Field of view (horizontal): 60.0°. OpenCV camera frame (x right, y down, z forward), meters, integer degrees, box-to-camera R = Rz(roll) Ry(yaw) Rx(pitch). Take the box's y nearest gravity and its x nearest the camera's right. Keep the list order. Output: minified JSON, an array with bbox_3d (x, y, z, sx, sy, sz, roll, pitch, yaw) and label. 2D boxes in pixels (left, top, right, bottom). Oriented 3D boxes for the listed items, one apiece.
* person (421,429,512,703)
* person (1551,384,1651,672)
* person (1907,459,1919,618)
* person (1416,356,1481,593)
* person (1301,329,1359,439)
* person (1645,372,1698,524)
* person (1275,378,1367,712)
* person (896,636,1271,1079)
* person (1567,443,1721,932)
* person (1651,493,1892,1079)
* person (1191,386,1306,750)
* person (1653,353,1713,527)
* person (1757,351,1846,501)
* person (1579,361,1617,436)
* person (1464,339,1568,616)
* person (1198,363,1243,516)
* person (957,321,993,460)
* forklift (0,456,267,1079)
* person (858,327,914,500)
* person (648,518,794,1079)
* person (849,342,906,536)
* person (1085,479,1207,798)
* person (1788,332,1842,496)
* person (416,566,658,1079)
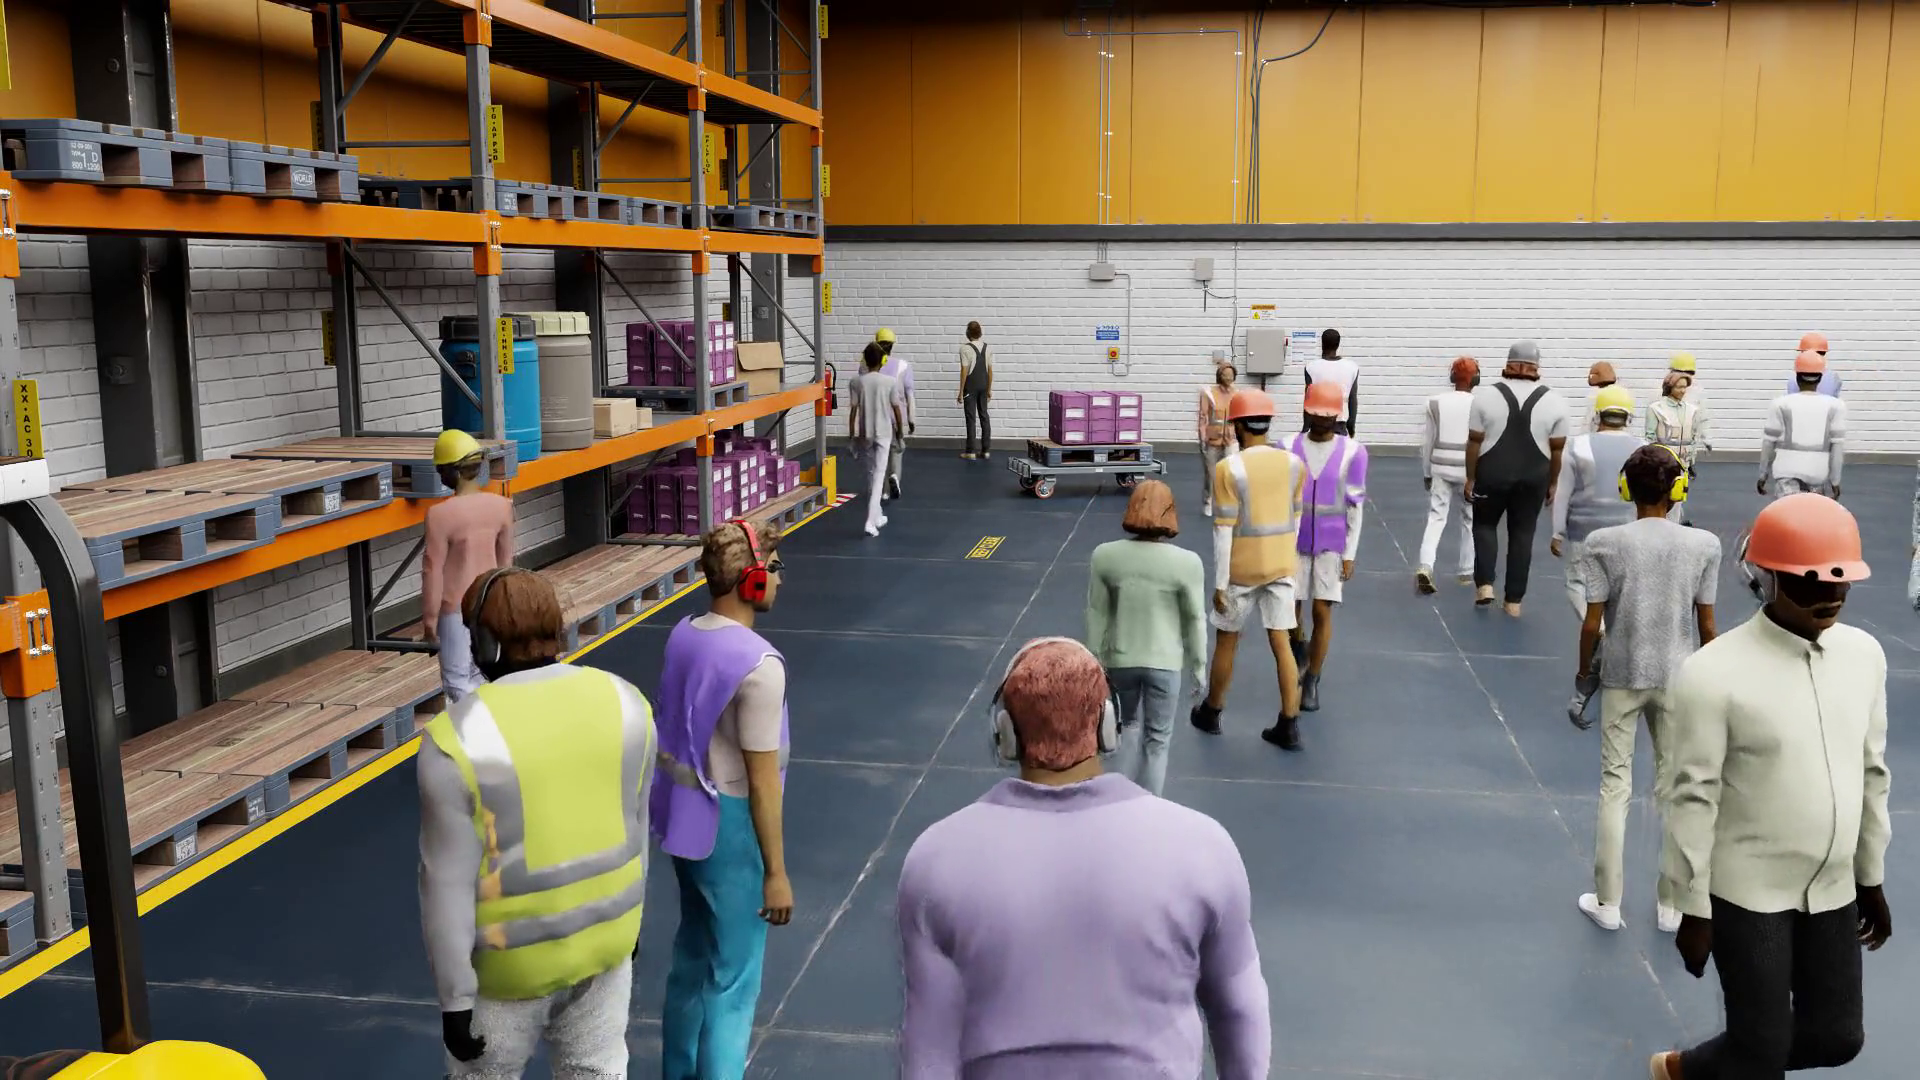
[{"bbox_3d":[-2.388,0.330,8.121,0.643,1.754,0.533,5,11,30],"label":"person"},{"bbox_3d":[3.987,-0.052,10.269,0.606,1.812,0.639,0,9,2],"label":"person"},{"bbox_3d":[6.016,0.023,10.067,0.418,1.725,0.492,-7,11,-36],"label":"person"},{"bbox_3d":[3.862,-0.512,13.001,0.571,1.856,0.910,5,11,30],"label":"person"},{"bbox_3d":[3.773,-1.189,16.962,0.597,1.916,0.367,-2,9,-14],"label":"person"},{"bbox_3d":[6.150,-0.638,14.424,0.513,1.639,0.307,-3,10,-15],"label":"person"},{"bbox_3d":[2.056,0.012,9.602,0.550,1.916,0.590,3,10,20],"label":"person"},{"bbox_3d":[0.231,1.105,3.069,0.666,1.844,1.060,2,9,10],"label":"person"},{"bbox_3d":[2.592,0.563,6.325,0.520,1.865,0.332,2,9,12],"label":"person"},{"bbox_3d":[2.024,0.848,4.199,0.634,1.979,0.672,-3,10,-19],"label":"person"},{"bbox_3d":[1.557,0.142,8.831,0.559,1.923,0.612,-3,10,-18],"label":"person"},{"bbox_3d":[7.030,-0.966,16.248,0.537,1.703,0.944,-1,9,-7],"label":"person"},{"bbox_3d":[6.577,-0.536,13.045,0.564,1.884,0.980,2,10,15],"label":"person"},{"bbox_3d":[6.241,-0.944,16.334,0.522,1.617,0.424,-6,11,-33],"label":"person"},{"bbox_3d":[4.044,-0.470,12.145,0.700,2.000,0.543,2,9,12],"label":"person"},{"bbox_3d":[2.626,-0.991,16.725,0.513,1.596,0.856,0,9,-1],"label":"person"},{"bbox_3d":[0.202,-1.984,22.093,0.517,1.842,0.326,-6,11,-32],"label":"person"},{"bbox_3d":[-2.328,0.975,2.765,2.313,2.155,1.214,1,9,9],"label":"forklift"},{"bbox_3d":[-0.795,-1.346,17.984,0.599,1.904,0.622,-1,9,-4],"label":"person"},{"bbox_3d":[-0.665,0.855,4.650,0.410,1.831,0.570,-5,11,-30],"label":"person"},{"bbox_3d":[-0.813,-0.969,15.913,0.501,1.832,0.988,3,10,15],"label":"person"},{"bbox_3d":[0.810,0.545,7.188,0.526,1.620,0.349,4,10,23],"label":"person"},{"bbox_3d":[7.841,-0.947,15.405,0.545,1.939,0.354,-3,10,-17],"label":"person"},{"bbox_3d":[-0.986,0.969,3.934,0.642,1.825,0.438,-9,13,-43],"label":"person"}]
